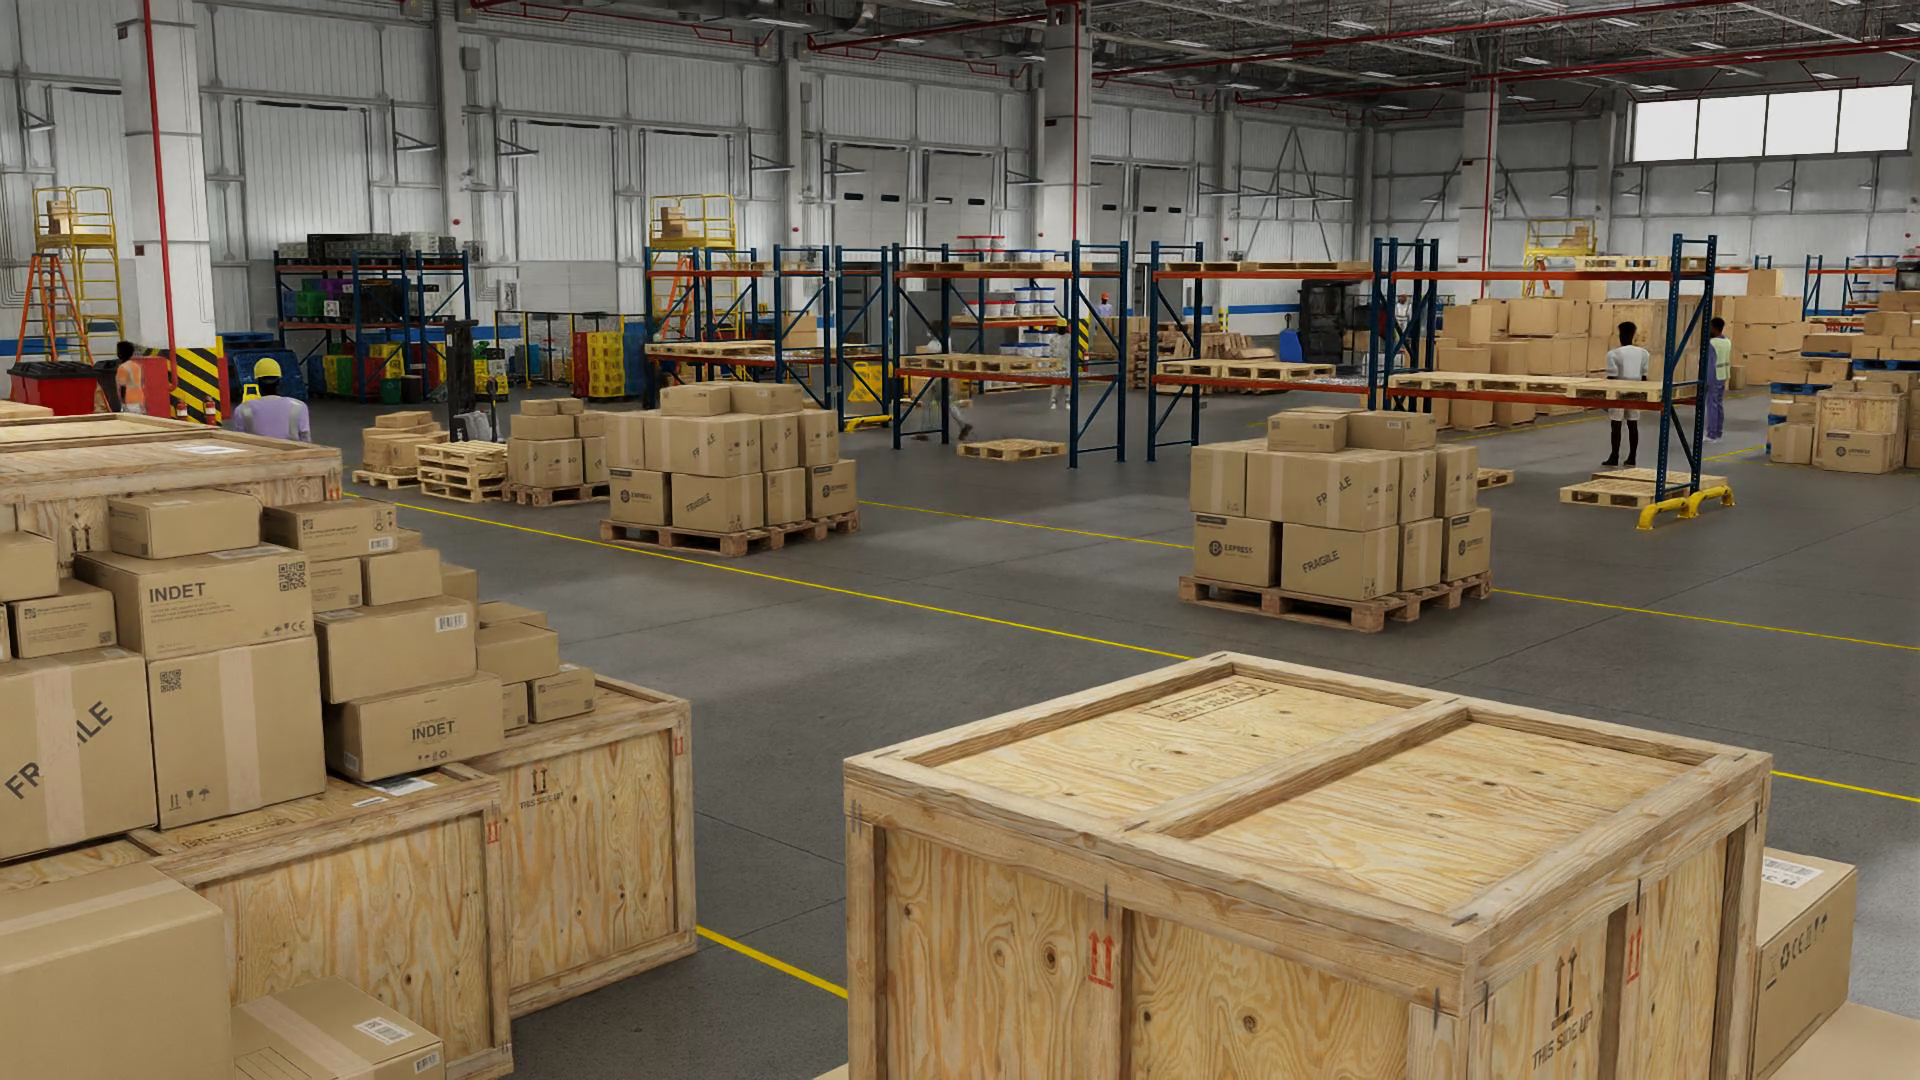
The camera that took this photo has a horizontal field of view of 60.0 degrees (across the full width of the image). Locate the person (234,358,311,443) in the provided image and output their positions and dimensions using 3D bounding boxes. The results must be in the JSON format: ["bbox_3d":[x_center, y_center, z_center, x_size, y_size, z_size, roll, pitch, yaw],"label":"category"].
[{"bbox_3d":[-5.718,-0.554,13.886,0.587,1.918,0.398,-4,10,-21],"label":"person"}]

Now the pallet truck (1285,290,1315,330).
[{"bbox_3d":[11.297,-6.951,52.861,1.885,1.965,0.823,-5,11,-29],"label":"pallet truck"}]

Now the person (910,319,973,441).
[{"bbox_3d":[-0.284,-2.460,25.658,0.934,1.906,0.635,3,10,20],"label":"person"}]

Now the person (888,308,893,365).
[{"bbox_3d":[-1.768,-5.265,43.653,0.313,1.633,0.520,4,10,21],"label":"person"}]

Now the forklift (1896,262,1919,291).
[{"bbox_3d":[22.991,-5.306,40.076,1.129,2.768,1.873,3,10,16],"label":"forklift"}]

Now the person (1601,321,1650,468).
[{"bbox_3d":[8.862,-1.933,22.187,0.607,1.967,0.367,-2,9,-11],"label":"person"}]

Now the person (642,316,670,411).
[{"bbox_3d":[-5.391,-3.103,29.851,0.825,1.801,0.543,-9,13,-44],"label":"person"}]

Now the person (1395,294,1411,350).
[{"bbox_3d":[14.042,-6.896,52.925,0.599,1.864,0.552,3,10,16],"label":"person"}]

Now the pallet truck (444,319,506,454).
[{"bbox_3d":[-6.981,-1.942,22.150,1.885,1.965,0.823,1,9,9],"label":"pallet truck"}]

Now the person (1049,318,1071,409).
[{"bbox_3d":[1.918,-3.336,31.503,0.485,1.737,0.320,1,9,9],"label":"person"}]

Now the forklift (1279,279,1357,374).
[{"bbox_3d":[8.957,-5.571,41.703,1.129,2.768,1.873,-4,10,-24],"label":"forklift"}]

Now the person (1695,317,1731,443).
[{"bbox_3d":[11.571,-2.444,25.473,0.596,1.917,0.385,-9,13,-43],"label":"person"}]

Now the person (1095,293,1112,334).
[{"bbox_3d":[4.431,-6.651,51.243,0.543,1.929,0.385,-1,9,-9],"label":"person"}]

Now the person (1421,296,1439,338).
[{"bbox_3d":[13.418,-6.022,47.511,0.678,1.895,0.671,-2,10,-15],"label":"person"}]

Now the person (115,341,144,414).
[{"bbox_3d":[-11.431,-1.930,23.073,0.667,1.676,0.540,-1,9,-4],"label":"person"}]
